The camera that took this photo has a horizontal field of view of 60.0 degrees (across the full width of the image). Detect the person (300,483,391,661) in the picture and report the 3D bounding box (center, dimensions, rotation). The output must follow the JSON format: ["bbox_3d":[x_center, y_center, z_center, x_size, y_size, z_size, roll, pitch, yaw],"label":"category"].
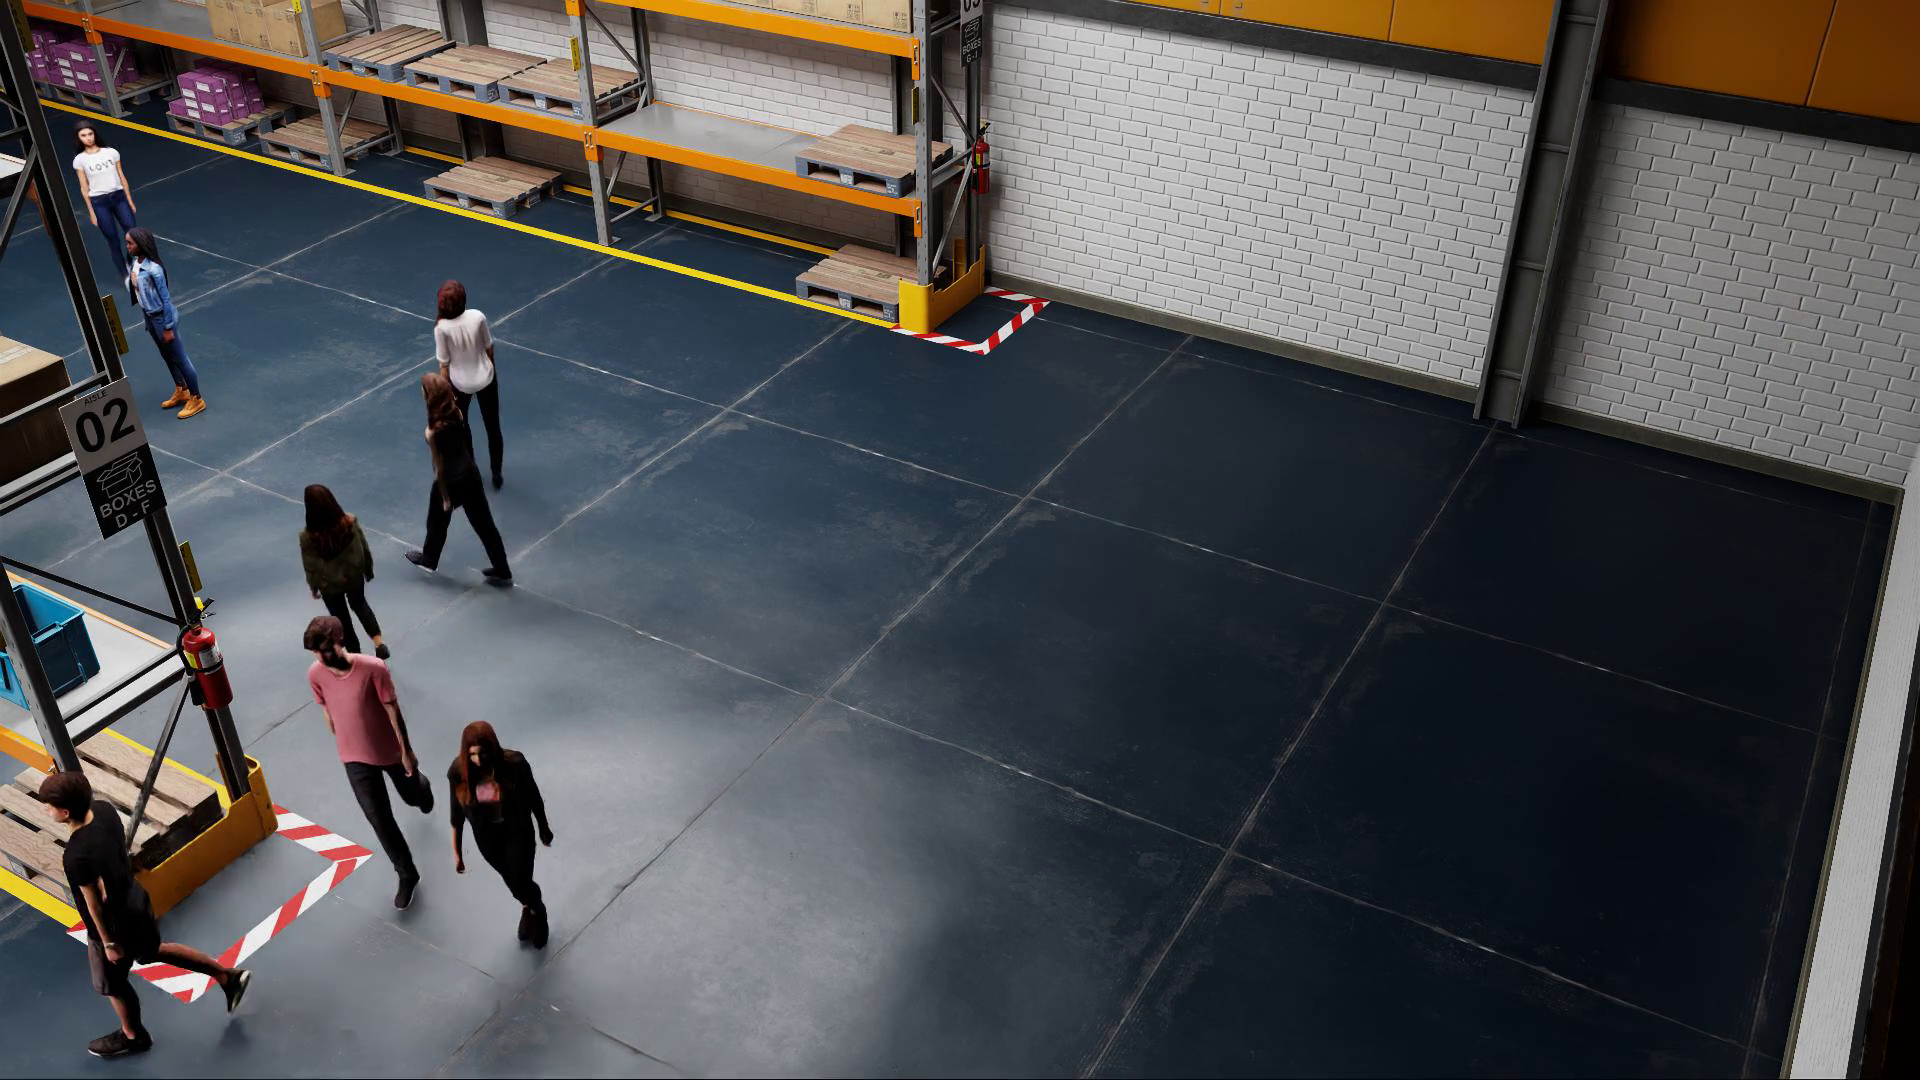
[{"bbox_3d":[-4.166,0.292,11.290,0.726,1.469,0.685,29,43,36],"label":"person"}]

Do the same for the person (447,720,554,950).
[{"bbox_3d":[-2.494,1.550,9.206,0.766,1.681,0.851,3,34,4],"label":"person"}]

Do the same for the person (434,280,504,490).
[{"bbox_3d":[-3.840,-1.191,13.242,0.834,1.778,0.918,-15,37,-22],"label":"person"}]

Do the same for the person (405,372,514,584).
[{"bbox_3d":[-3.577,-0.398,12.113,1.107,1.707,0.737,11,35,16],"label":"person"}]

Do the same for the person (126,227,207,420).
[{"bbox_3d":[-6.883,-1.892,14.355,0.531,1.713,0.710,28,42,35],"label":"person"}]

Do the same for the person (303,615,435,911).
[{"bbox_3d":[-3.337,1.156,9.578,1.158,1.926,1.151,-6,34,-9],"label":"person"}]

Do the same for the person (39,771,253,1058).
[{"bbox_3d":[-4.221,1.907,8.528,1.195,1.838,1.105,-7,34,-10],"label":"person"}]

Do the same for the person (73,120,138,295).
[{"bbox_3d":[-8.417,-3.295,16.419,0.694,1.764,0.720,-26,42,-34],"label":"person"}]
